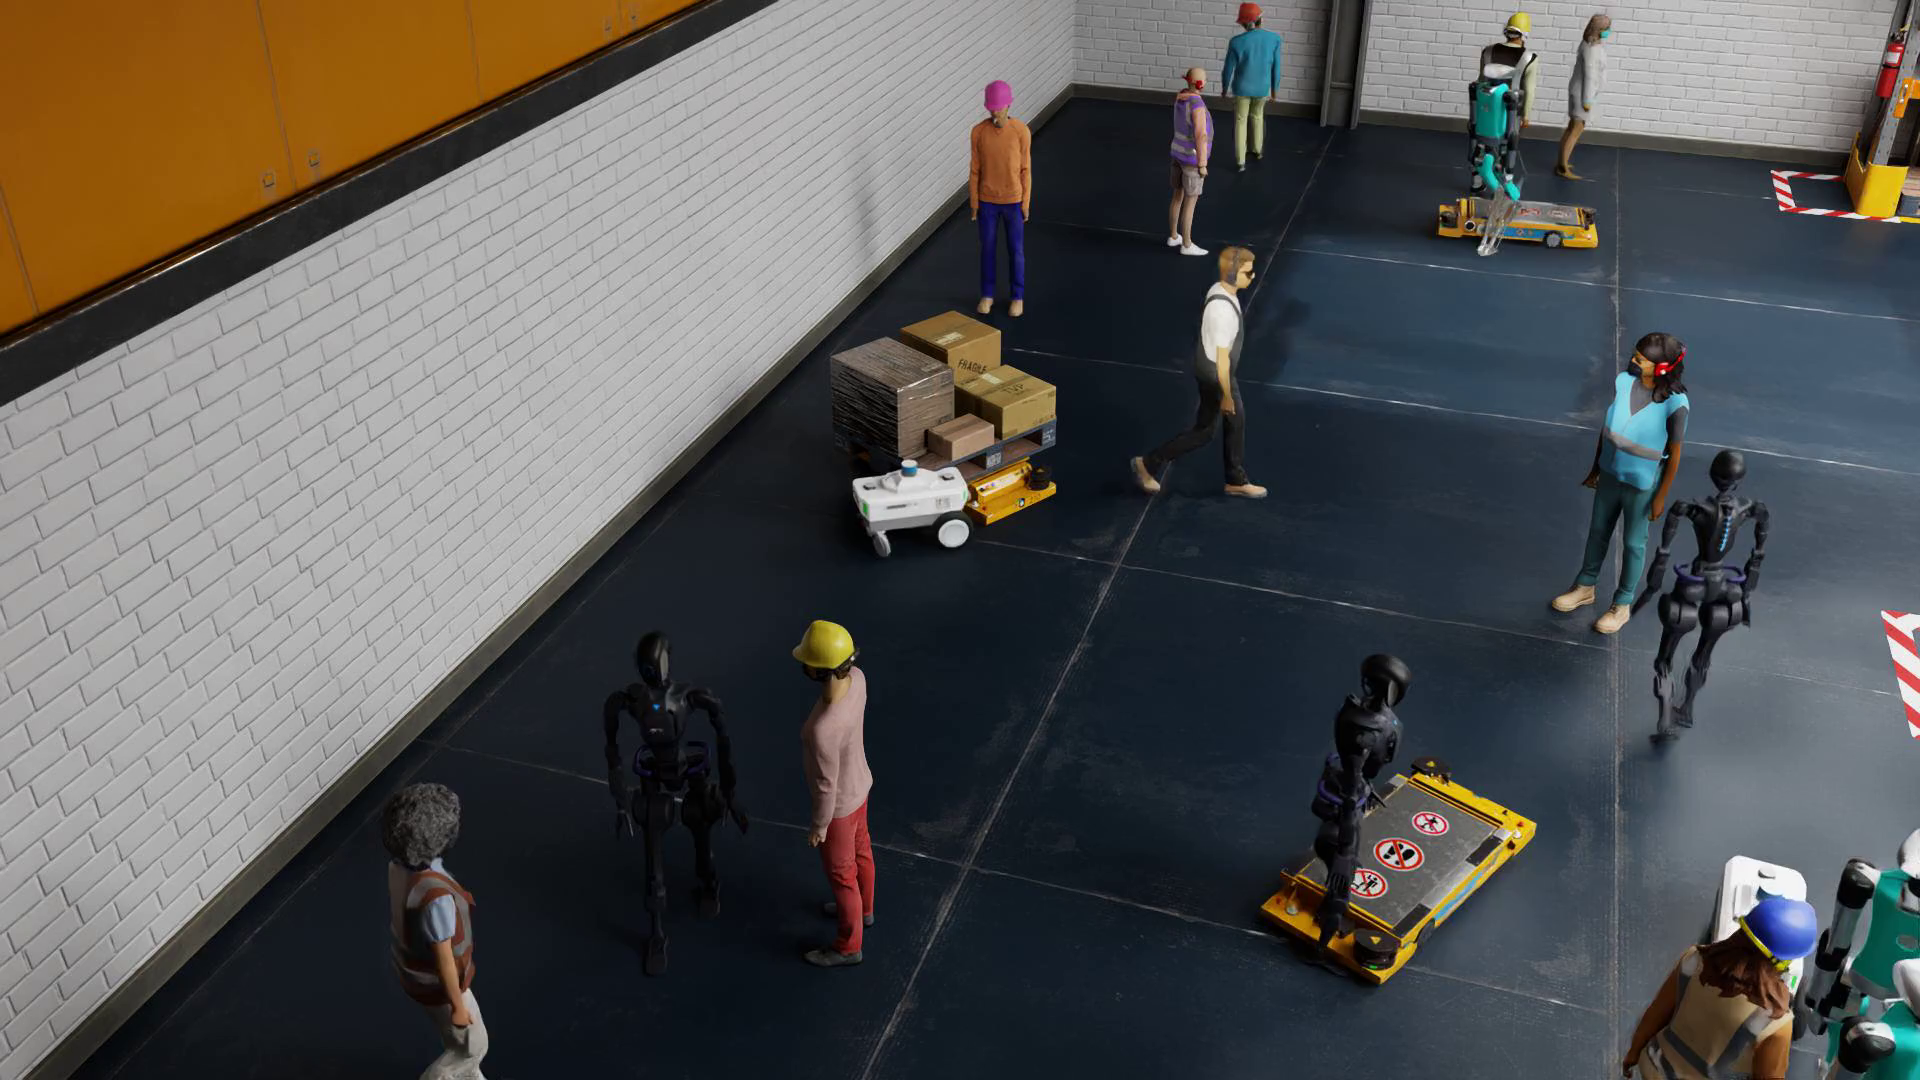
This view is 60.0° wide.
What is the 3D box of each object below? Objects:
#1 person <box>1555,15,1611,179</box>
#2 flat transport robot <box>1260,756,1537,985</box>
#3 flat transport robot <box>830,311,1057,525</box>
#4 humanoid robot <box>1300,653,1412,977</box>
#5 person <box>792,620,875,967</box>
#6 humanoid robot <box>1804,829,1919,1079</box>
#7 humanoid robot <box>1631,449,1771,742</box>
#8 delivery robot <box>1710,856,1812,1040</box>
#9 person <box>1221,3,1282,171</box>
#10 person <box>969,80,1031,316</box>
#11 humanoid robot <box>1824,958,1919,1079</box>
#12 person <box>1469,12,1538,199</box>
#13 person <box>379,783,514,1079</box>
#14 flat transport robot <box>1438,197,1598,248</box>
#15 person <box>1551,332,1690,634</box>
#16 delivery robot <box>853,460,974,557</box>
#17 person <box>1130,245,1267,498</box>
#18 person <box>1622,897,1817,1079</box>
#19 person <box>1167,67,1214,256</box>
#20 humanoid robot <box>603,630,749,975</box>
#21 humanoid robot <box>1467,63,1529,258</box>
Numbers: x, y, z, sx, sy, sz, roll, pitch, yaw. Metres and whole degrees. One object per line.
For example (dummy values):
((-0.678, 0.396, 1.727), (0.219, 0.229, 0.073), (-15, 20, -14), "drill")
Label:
((6.373, -4.529, 16.975), (0.337, 1.652, 0.555), (6, 31, 10), "person")
((2.130, 1.549, 7.990), (0.659, 0.231, 1.431), (26, 39, 37), "flat transport robot")
((-0.067, -0.537, 11.539), (0.659, 0.231, 1.431), (-25, 38, -35), "flat transport robot")
((1.702, 1.181, 7.242), (0.316, 1.645, 0.612), (11, 32, 19), "humanoid robot")
((-0.547, 1.108, 7.264), (0.309, 1.768, 0.524), (6, 31, 11), "person")
((3.558, 1.697, 6.354), (0.532, 1.773, 1.029), (21, 36, 31), "humanoid robot")
((3.890, 0.334, 8.720), (0.601, 1.696, 0.479), (2, 30, 3), "humanoid robot")
((3.512, 1.763, 7.340), (0.499, 0.591, 0.781), (13, 33, 21), "delivery robot")
((2.981, -4.722, 17.226), (0.586, 1.702, 0.653), (-3, 31, -6), "person")
((0.327, -2.819, 13.745), (0.517, 1.974, 0.398), (5, 31, 8), "person")
((2.995, 1.990, 5.873), (0.550, 1.827, 0.861), (-5, 31, -8), "humanoid robot")
((5.335, -4.238, 16.309), (0.594, 1.820, 0.403), (25, 39, 36), "person")
((-2.059, 1.671, 6.391), (0.514, 1.667, 0.488), (-20, 36, -30), "person")
((5.275, -3.009, 15.744), (1.431, 0.231, 0.659), (7, 31, 13), "flat transport robot")
((3.881, -0.338, 9.625), (0.394, 1.865, 0.521), (-18, 35, -28), "person")
((-0.288, -0.230, 10.753), (0.786, 0.614, 0.499), (-7, 31, -12), "delivery robot")
((1.627, -1.078, 10.943), (0.861, 1.812, 0.517), (4, 31, 7), "person")
((2.634, 1.936, 5.884), (0.792, 1.733, 0.477), (-11, 32, -19), "person")
((2.071, -3.417, 15.032), (0.350, 1.694, 0.481), (-11, 32, -17), "person")
((-1.248, 1.118, 7.360), (0.601, 1.642, 0.607), (-1, 30, -1), "humanoid robot")
((4.890, -3.431, 15.001), (0.743, 1.767, 0.545), (-18, 35, -27), "humanoid robot")
